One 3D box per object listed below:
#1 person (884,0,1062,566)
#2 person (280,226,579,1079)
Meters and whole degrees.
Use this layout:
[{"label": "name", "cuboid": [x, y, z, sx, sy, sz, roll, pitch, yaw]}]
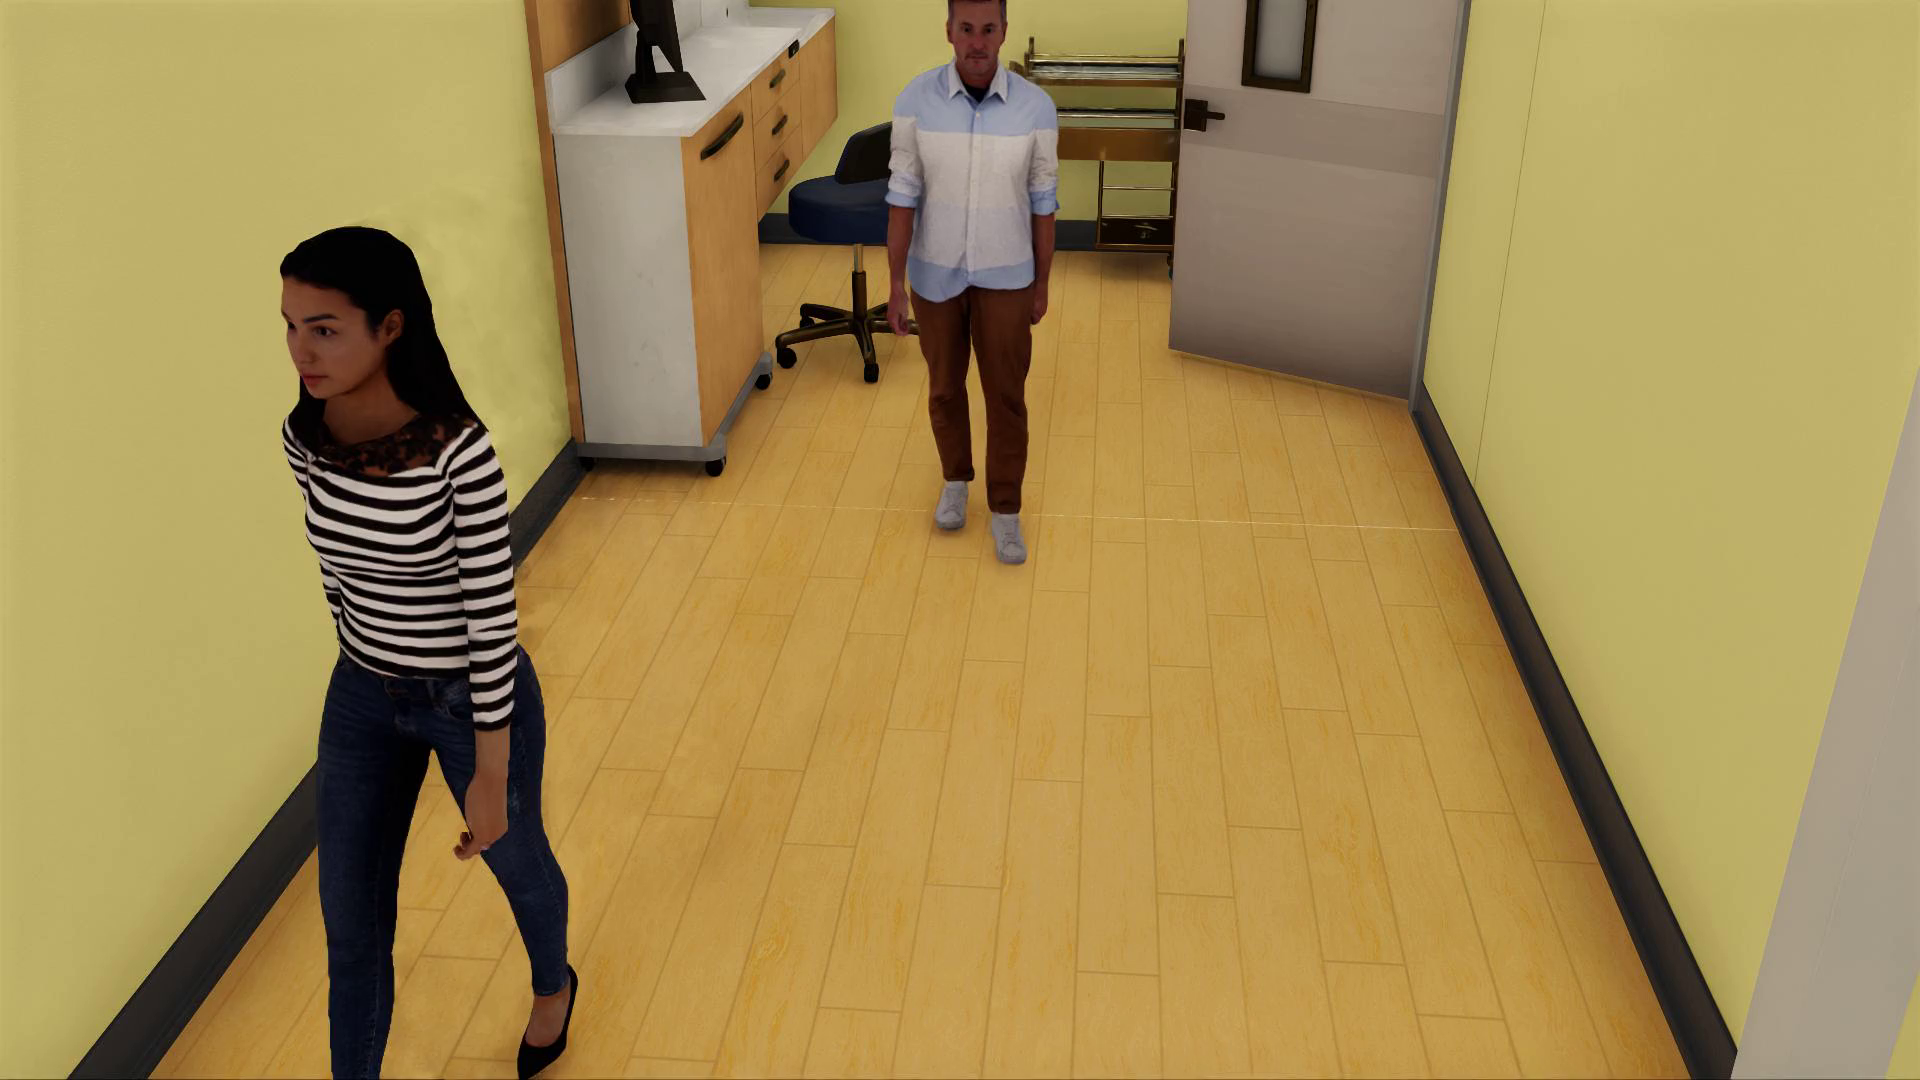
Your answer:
[{"label": "person", "cuboid": [0.032, -0.883, 5.389, 0.720, 1.804, 0.744, 3, 26, 6]}, {"label": "person", "cuboid": [-0.863, 0.305, 2.970, 0.966, 1.764, 0.784, 7, 27, 14]}]
